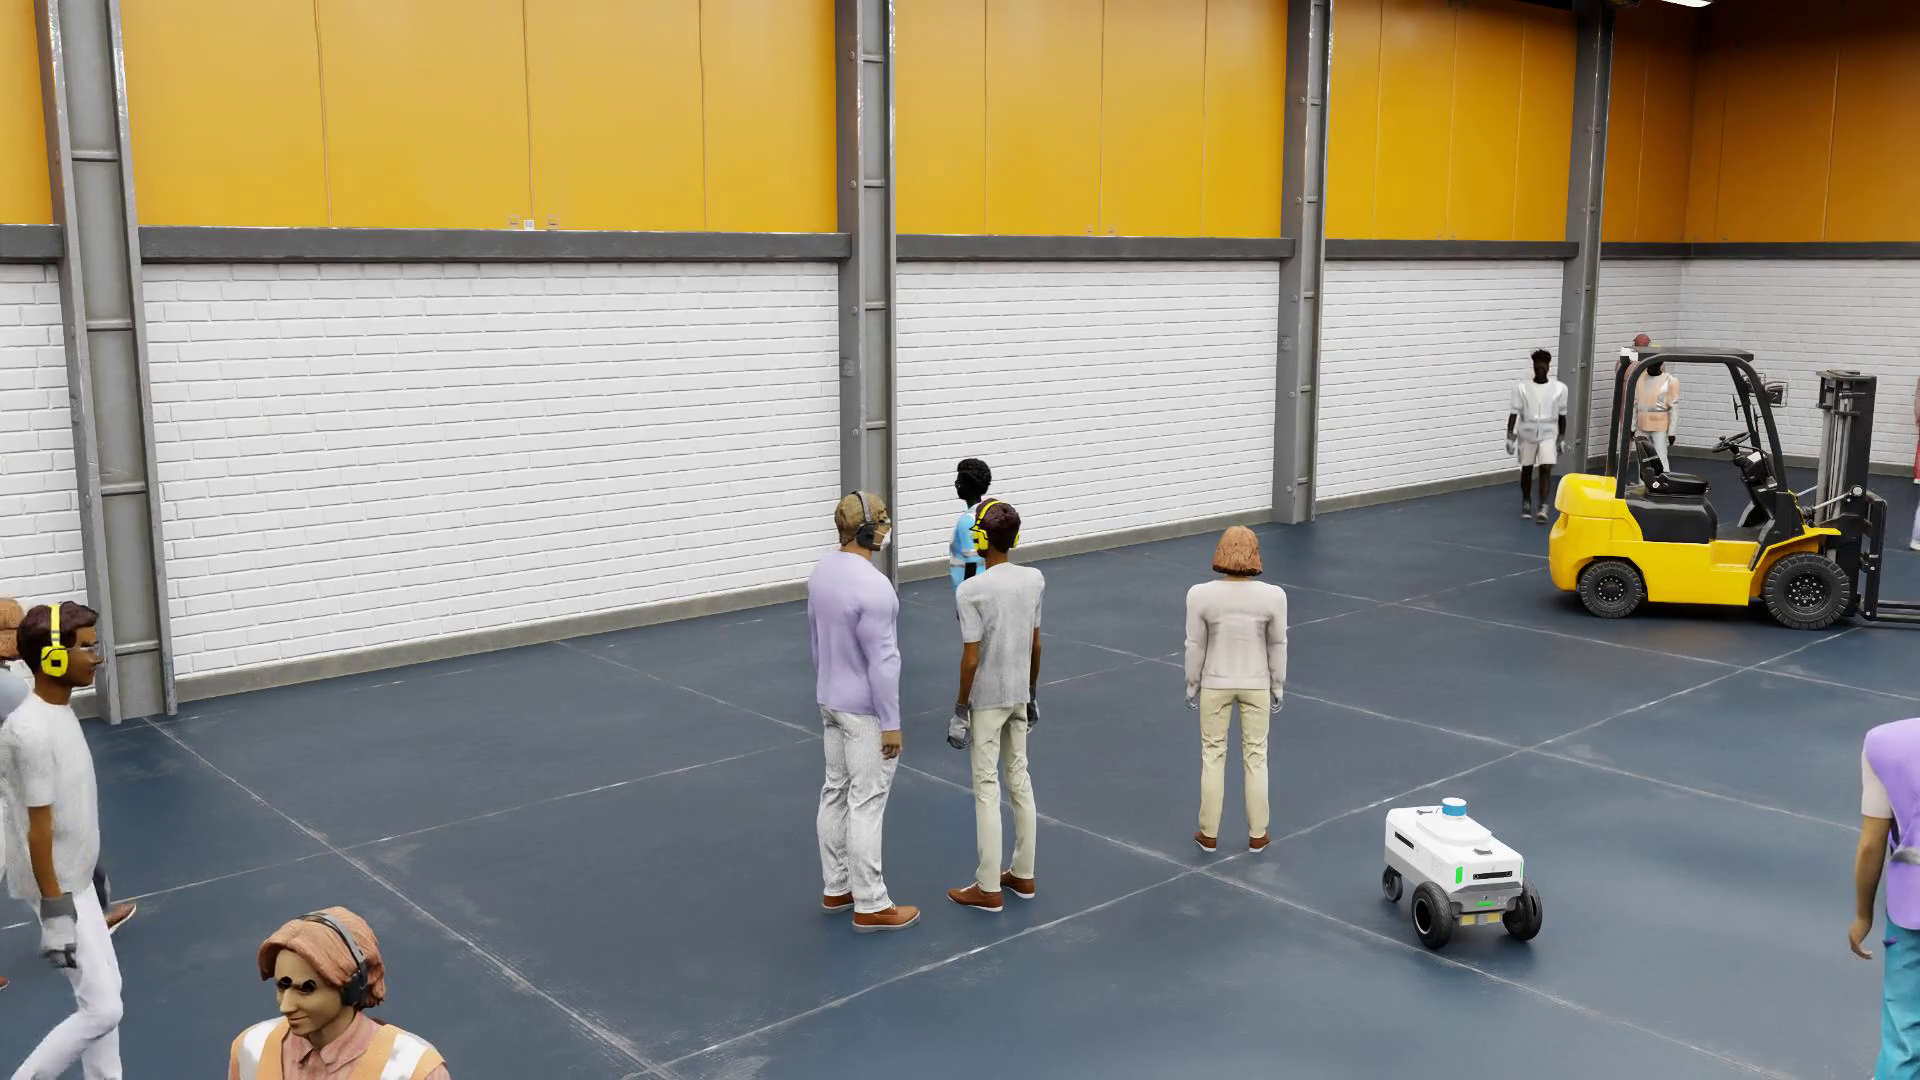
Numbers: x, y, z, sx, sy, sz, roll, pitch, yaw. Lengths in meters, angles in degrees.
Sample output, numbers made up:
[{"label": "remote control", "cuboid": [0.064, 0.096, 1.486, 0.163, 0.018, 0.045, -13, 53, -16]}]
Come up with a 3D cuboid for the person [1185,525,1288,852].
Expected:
[{"label": "person", "cuboid": [1.356, 0.738, 8.211, 0.500, 1.633, 0.280, 1, 10, 6]}]

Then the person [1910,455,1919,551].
[{"label": "person", "cuboid": [9.750, -0.759, 16.593, 0.329, 1.768, 0.530, 5, 11, 27]}]

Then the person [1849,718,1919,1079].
[{"label": "person", "cuboid": [3.004, 1.179, 5.033, 0.563, 1.837, 0.388, 6, 11, 30]}]

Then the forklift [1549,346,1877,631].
[{"label": "forklift", "cuboid": [6.109, -0.478, 13.691, 2.313, 2.155, 1.214, 3, 10, 16]}]

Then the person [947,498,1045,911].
[{"label": "person", "cuboid": [0.158, 0.739, 7.514, 0.512, 1.872, 0.328, -9, 13, -42]}]

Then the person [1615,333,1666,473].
[{"label": "person", "cuboid": [9.123, -1.817, 22.372, 0.643, 1.909, 0.409, 3, 10, 17]}]

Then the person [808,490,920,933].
[{"label": "person", "cuboid": [-0.437, 0.742, 7.296, 0.373, 1.940, 0.630, -6, 11, -32]}]

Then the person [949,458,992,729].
[{"label": "person", "cuboid": [0.098, 0.331, 10.404, 0.322, 1.697, 0.531, 3, 10, 16]}]

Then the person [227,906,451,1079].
[{"label": "person", "cuboid": [-1.274, 1.547, 3.453, 0.522, 1.640, 0.306, 2, 10, 12]}]

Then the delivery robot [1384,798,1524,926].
[{"label": "delivery robot", "cuboid": [2.165, 1.380, 7.327, 0.477, 0.478, 0.707, -2, 10, -12]}]

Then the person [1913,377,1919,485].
[{"label": "person", "cuboid": [12.506, -1.562, 21.294, 0.326, 1.765, 0.533, -7, 12, -34]}]

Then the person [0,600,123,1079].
[{"label": "person", "cuboid": [-2.855, 1.119, 5.323, 0.538, 1.855, 0.588, -3, 10, -20]}]

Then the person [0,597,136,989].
[{"label": "person", "cuboid": [-3.789, 1.010, 6.733, 0.528, 1.583, 0.853, 8, 13, 39]}]

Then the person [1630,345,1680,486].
[{"label": "person", "cuboid": [8.120, -1.328, 19.509, 0.425, 1.913, 0.602, -6, 11, -30]}]

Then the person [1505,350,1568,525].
[{"label": "person", "cuboid": [6.383, -1.146, 18.425, 0.637, 1.906, 1.016, 3, 10, 18]}]
